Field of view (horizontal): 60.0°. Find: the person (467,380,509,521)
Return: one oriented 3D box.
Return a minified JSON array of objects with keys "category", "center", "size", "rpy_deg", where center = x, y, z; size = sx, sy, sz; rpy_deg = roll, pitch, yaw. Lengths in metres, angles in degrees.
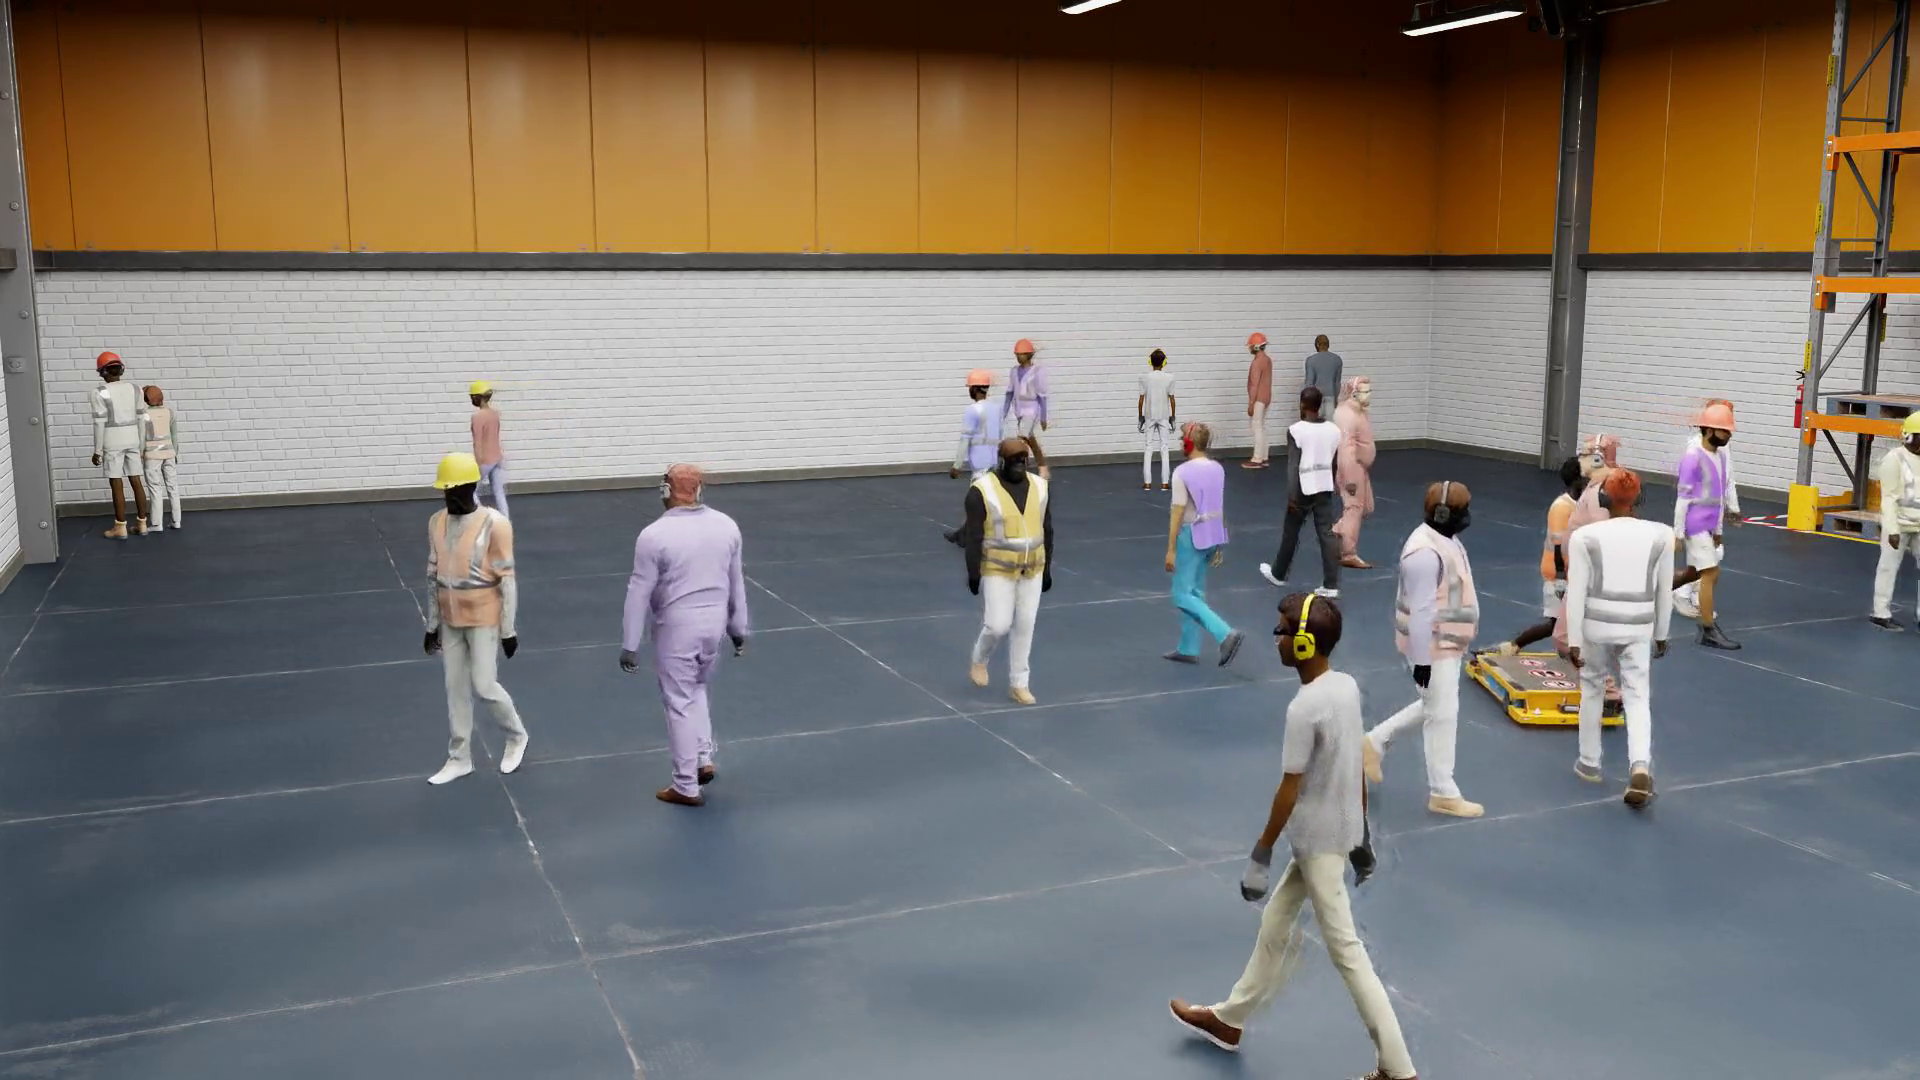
[{"category":"person","center":[-5.110,-0.840,17.816],"size":[0.597,1.743,0.547],"rpy_deg":[2,10,14]}]

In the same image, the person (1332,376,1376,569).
[{"category":"person","center":[3.845,-0.658,16.282],"size":[0.464,1.888,0.664],"rpy_deg":[4,10,21]}]

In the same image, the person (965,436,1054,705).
[{"category":"person","center":[0.334,0.197,11.306],"size":[0.628,1.829,0.518],"rpy_deg":[-5,10,-26]}]

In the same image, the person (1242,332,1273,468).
[{"category":"person","center":[4.380,-2.049,24.401],"size":[0.382,1.993,0.614],"rpy_deg":[5,11,29]}]

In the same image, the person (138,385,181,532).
[{"category":"person","center":[-8.929,-0.902,18.520],"size":[0.307,1.641,0.511],"rpy_deg":[5,11,28]}]

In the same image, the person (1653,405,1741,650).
[{"category":"person","center":[5.736,-0.128,13.070],"size":[0.550,1.905,0.887],"rpy_deg":[-9,13,-42]}]

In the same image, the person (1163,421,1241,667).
[{"category":"person","center":[1.775,0.047,12.186],"size":[0.655,1.831,0.576],"rpy_deg":[8,12,40]}]

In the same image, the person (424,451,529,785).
[{"category":"person","center":[-2.810,0.438,9.560],"size":[0.604,1.922,0.520],"rpy_deg":[5,11,29]}]

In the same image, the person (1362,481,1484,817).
[{"category":"person","center":[2.513,0.573,9.043],"size":[0.687,1.825,0.637],"rpy_deg":[5,11,27]}]

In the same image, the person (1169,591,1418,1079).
[{"category":"person","center":[1.243,1.081,5.985],"size":[1.021,1.812,0.541],"rpy_deg":[5,11,30]}]

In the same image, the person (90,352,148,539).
[{"category":"person","center":[-9.162,-1.027,18.091],"size":[0.390,2.034,0.605],"rpy_deg":[5,11,29]}]

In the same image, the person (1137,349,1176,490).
[{"category":"person","center":[2.600,-1.585,21.964],"size":[0.514,1.872,0.328],"rpy_deg":[2,10,10]}]

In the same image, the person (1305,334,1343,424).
[{"category":"person","center":[5.457,-2.136,25.113],"size":[0.628,1.935,0.373],"rpy_deg":[-4,10,-21]}]

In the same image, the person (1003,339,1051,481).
[{"category":"person","center":[0.877,-1.707,22.387],"size":[1.099,1.987,0.613],"rpy_deg":[-7,12,-37]}]

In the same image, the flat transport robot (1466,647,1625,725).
[{"category":"flat transport robot","center":[3.938,0.978,11.267],"size":[0.652,0.197,1.431],"rpy_deg":[1,9,3]}]

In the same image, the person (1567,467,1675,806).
[{"category":"person","center":[3.671,0.523,9.258],"size":[0.576,1.854,0.858],"rpy_deg":[2,10,12]}]

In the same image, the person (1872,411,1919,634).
[{"category":"person","center":[7.633,-0.115,13.238],"size":[0.612,1.802,0.747],"rpy_deg":[-3,10,-19]}]

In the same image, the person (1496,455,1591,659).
[{"category":"person","center":[4.125,0.227,11.536],"size":[0.602,1.678,0.532],"rpy_deg":[9,13,42]}]

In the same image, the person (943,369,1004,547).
[{"category":"person","center":[0.127,-0.808,17.179],"size":[0.948,1.894,0.552],"rpy_deg":[6,11,32]}]

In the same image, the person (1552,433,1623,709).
[{"category":"person","center":[4.090,0.253,10.765],"size":[0.418,1.893,0.671],"rpy_deg":[6,11,31]}]

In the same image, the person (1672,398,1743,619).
[{"category":"person","center":[6.279,-0.253,13.909],"size":[0.570,1.868,0.447],"rpy_deg":[-9,13,-44]}]

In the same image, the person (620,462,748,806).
[{"category":"person","center":[-1.533,0.519,9.170],"size":[0.467,1.884,0.766],"rpy_deg":[9,13,44]}]

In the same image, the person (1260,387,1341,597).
[{"category":"person","center":[3.153,-0.451,15.099],"size":[0.619,1.859,1.015],"rpy_deg":[-4,10,-25]}]
